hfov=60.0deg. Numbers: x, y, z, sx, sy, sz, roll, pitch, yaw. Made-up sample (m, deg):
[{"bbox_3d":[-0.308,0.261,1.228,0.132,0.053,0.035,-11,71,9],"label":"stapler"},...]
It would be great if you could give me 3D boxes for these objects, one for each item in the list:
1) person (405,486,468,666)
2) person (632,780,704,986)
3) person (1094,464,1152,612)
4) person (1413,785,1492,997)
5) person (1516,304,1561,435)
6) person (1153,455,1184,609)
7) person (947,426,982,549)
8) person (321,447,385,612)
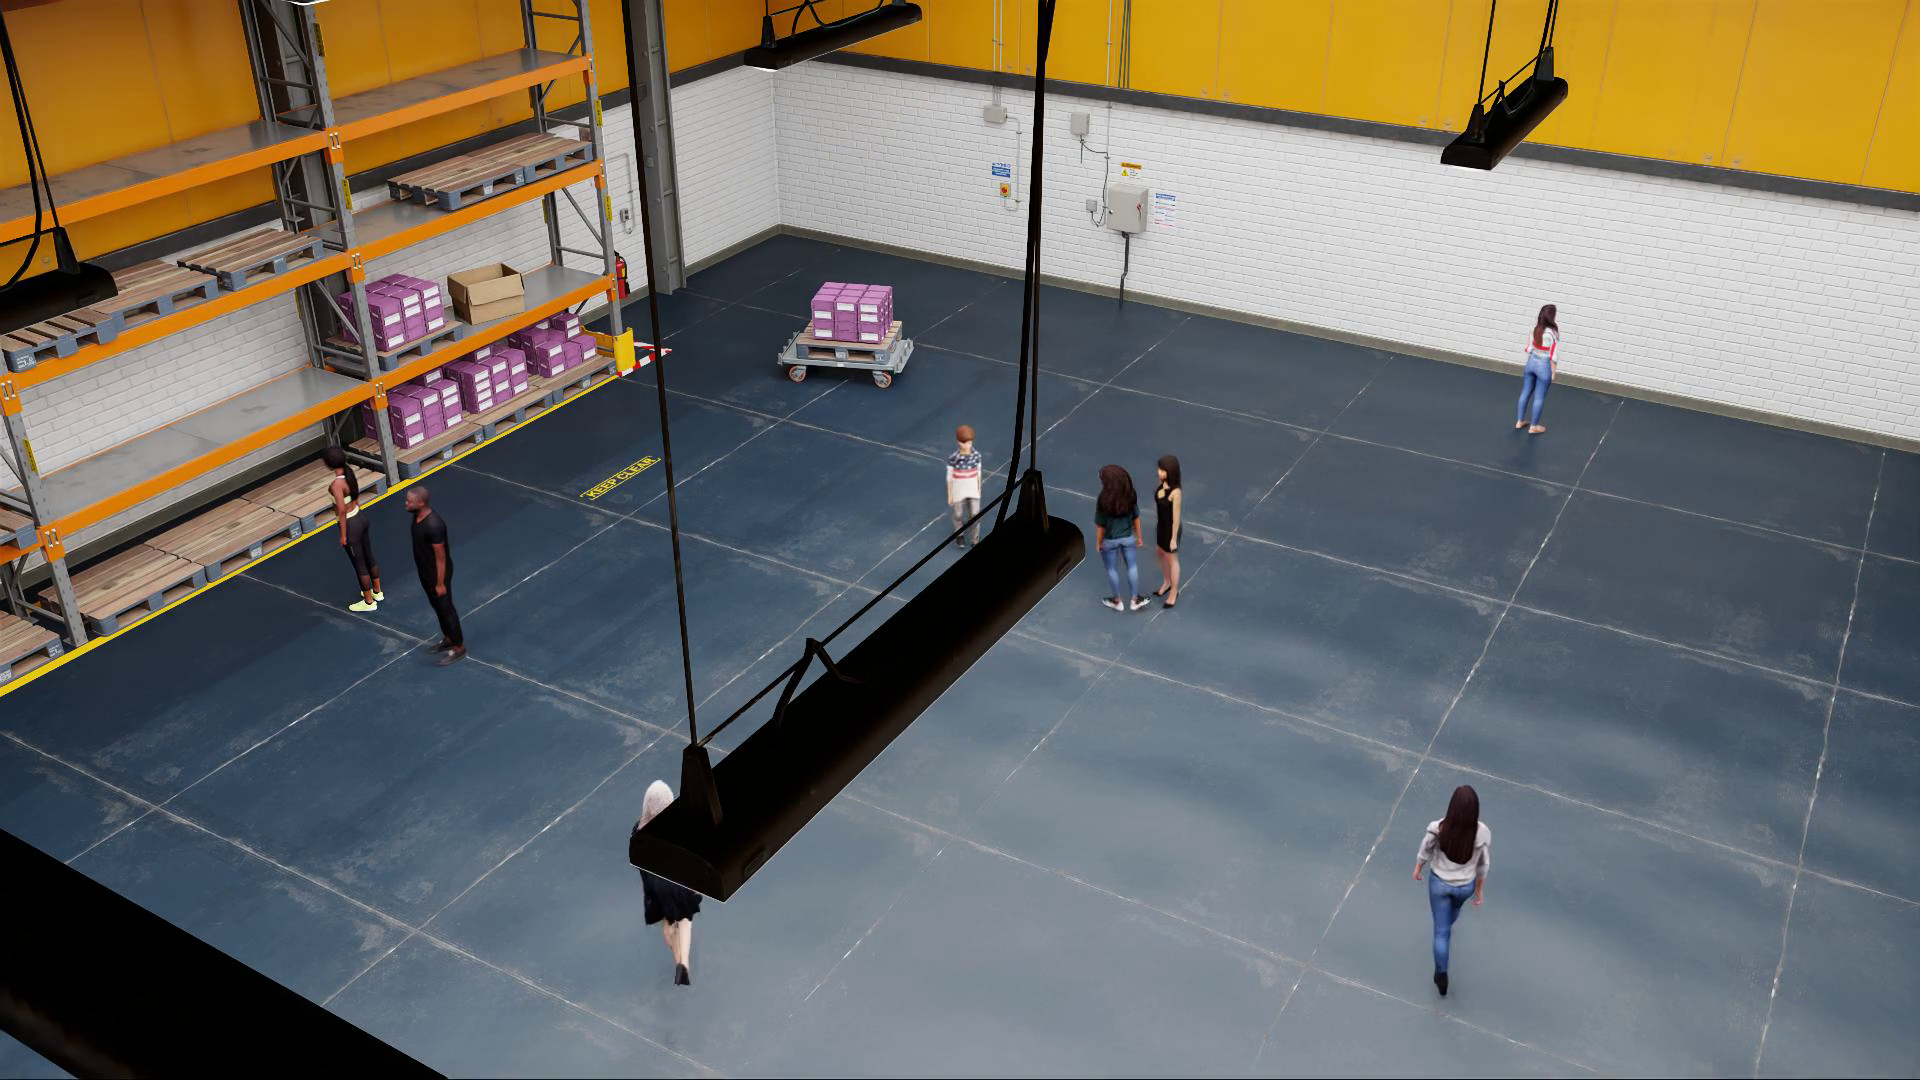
[{"bbox_3d":[-4.884,0.307,15.491,0.698,1.818,0.738,-19,34,-31],"label":"person"},{"bbox_3d":[-2.043,2.465,11.621,0.823,1.735,0.908,-3,29,-6],"label":"person"},{"bbox_3d":[1.572,-0.016,16.318,0.843,1.593,0.911,-3,29,-5],"label":"person"},{"bbox_3d":[3.473,2.498,11.709,0.899,1.593,1.104,2,29,4],"label":"person"},{"bbox_3d":[6.997,-2.085,20.091,0.659,1.612,0.663,-17,33,-29],"label":"person"},{"bbox_3d":[2.079,-0.104,16.426,0.747,1.645,0.687,-9,30,-16],"label":"person"},{"bbox_3d":[0.035,-0.570,17.516,0.771,1.418,0.865,-3,29,-5],"label":"person"},{"bbox_3d":[-5.948,-0.119,16.339,0.693,1.754,0.566,4,29,7],"label":"person"}]
